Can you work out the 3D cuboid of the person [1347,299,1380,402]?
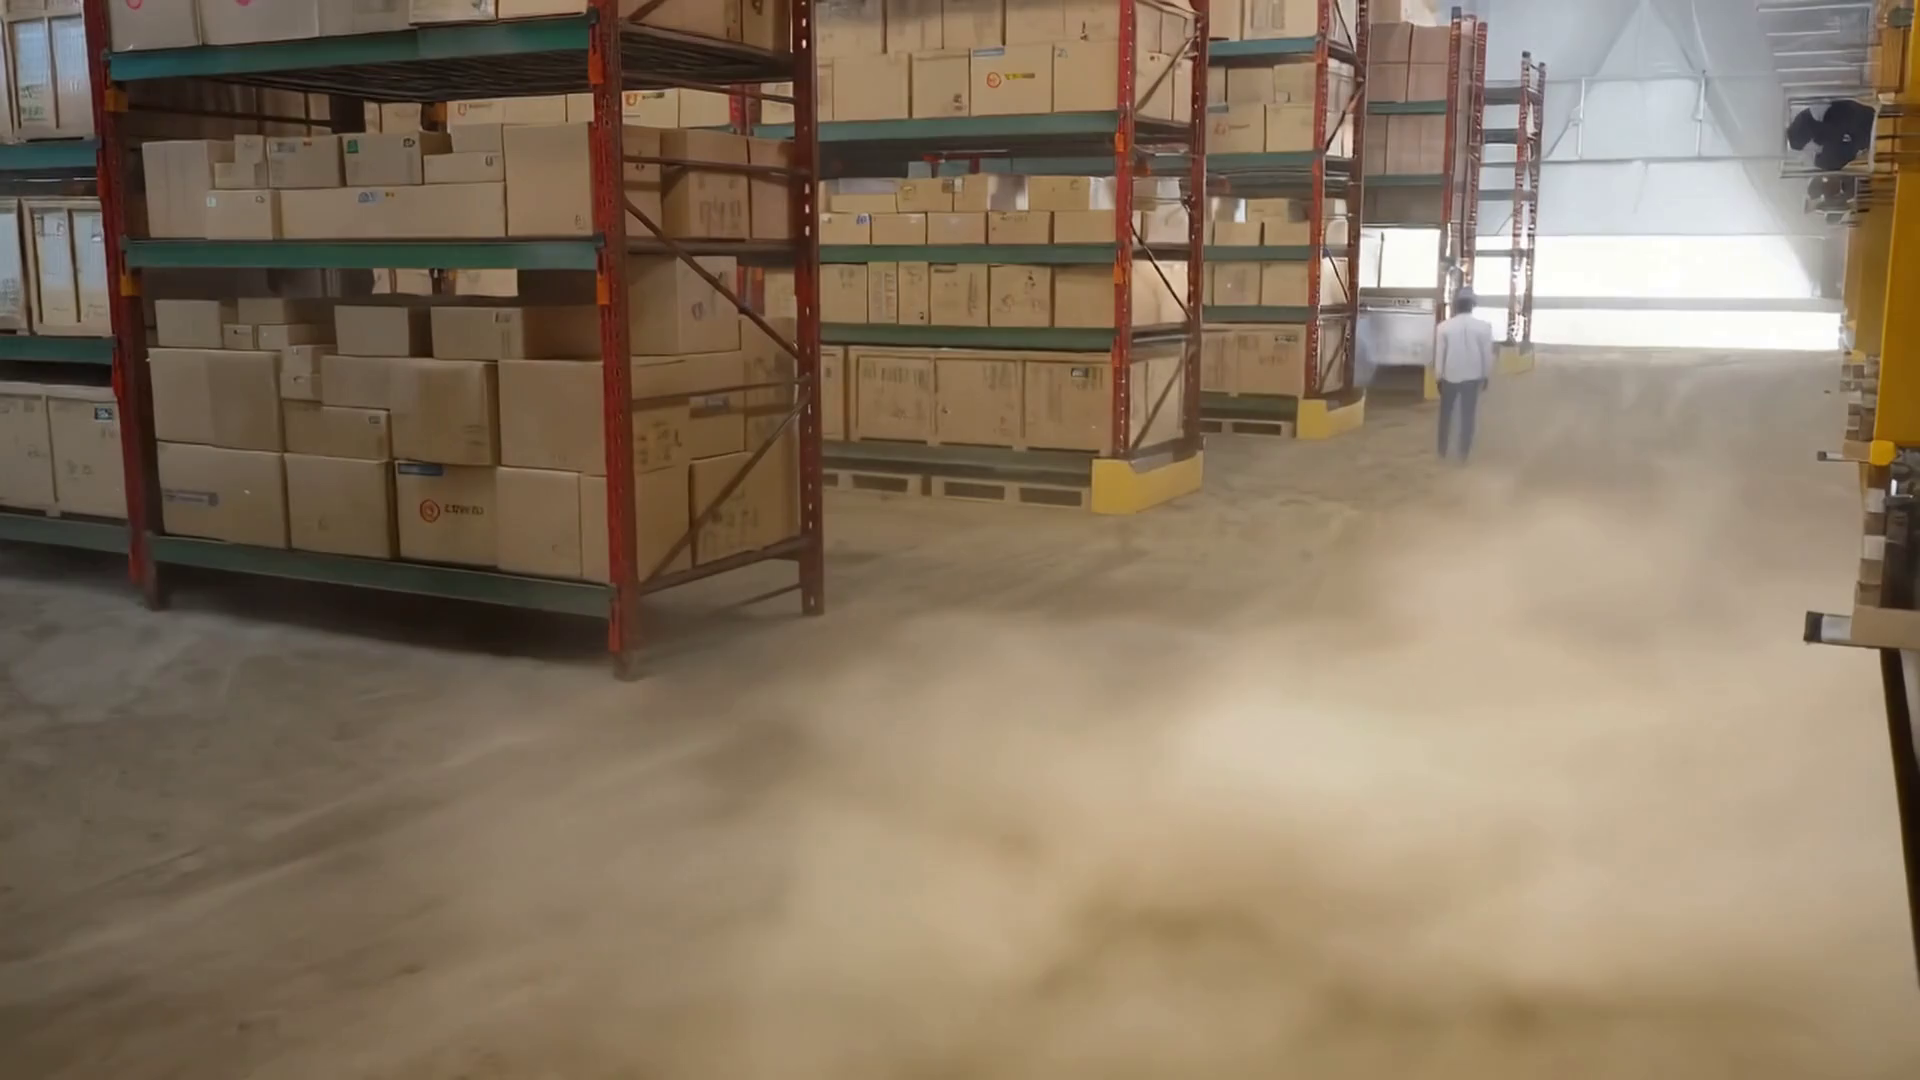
[{"bbox_3d":[6.272,-2.911,25.749,0.649,1.615,0.541,4,11,23],"label":"person"}]

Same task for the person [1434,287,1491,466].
[{"bbox_3d":[5.590,-1.834,18.547,0.622,1.950,0.978,2,10,11],"label":"person"}]
